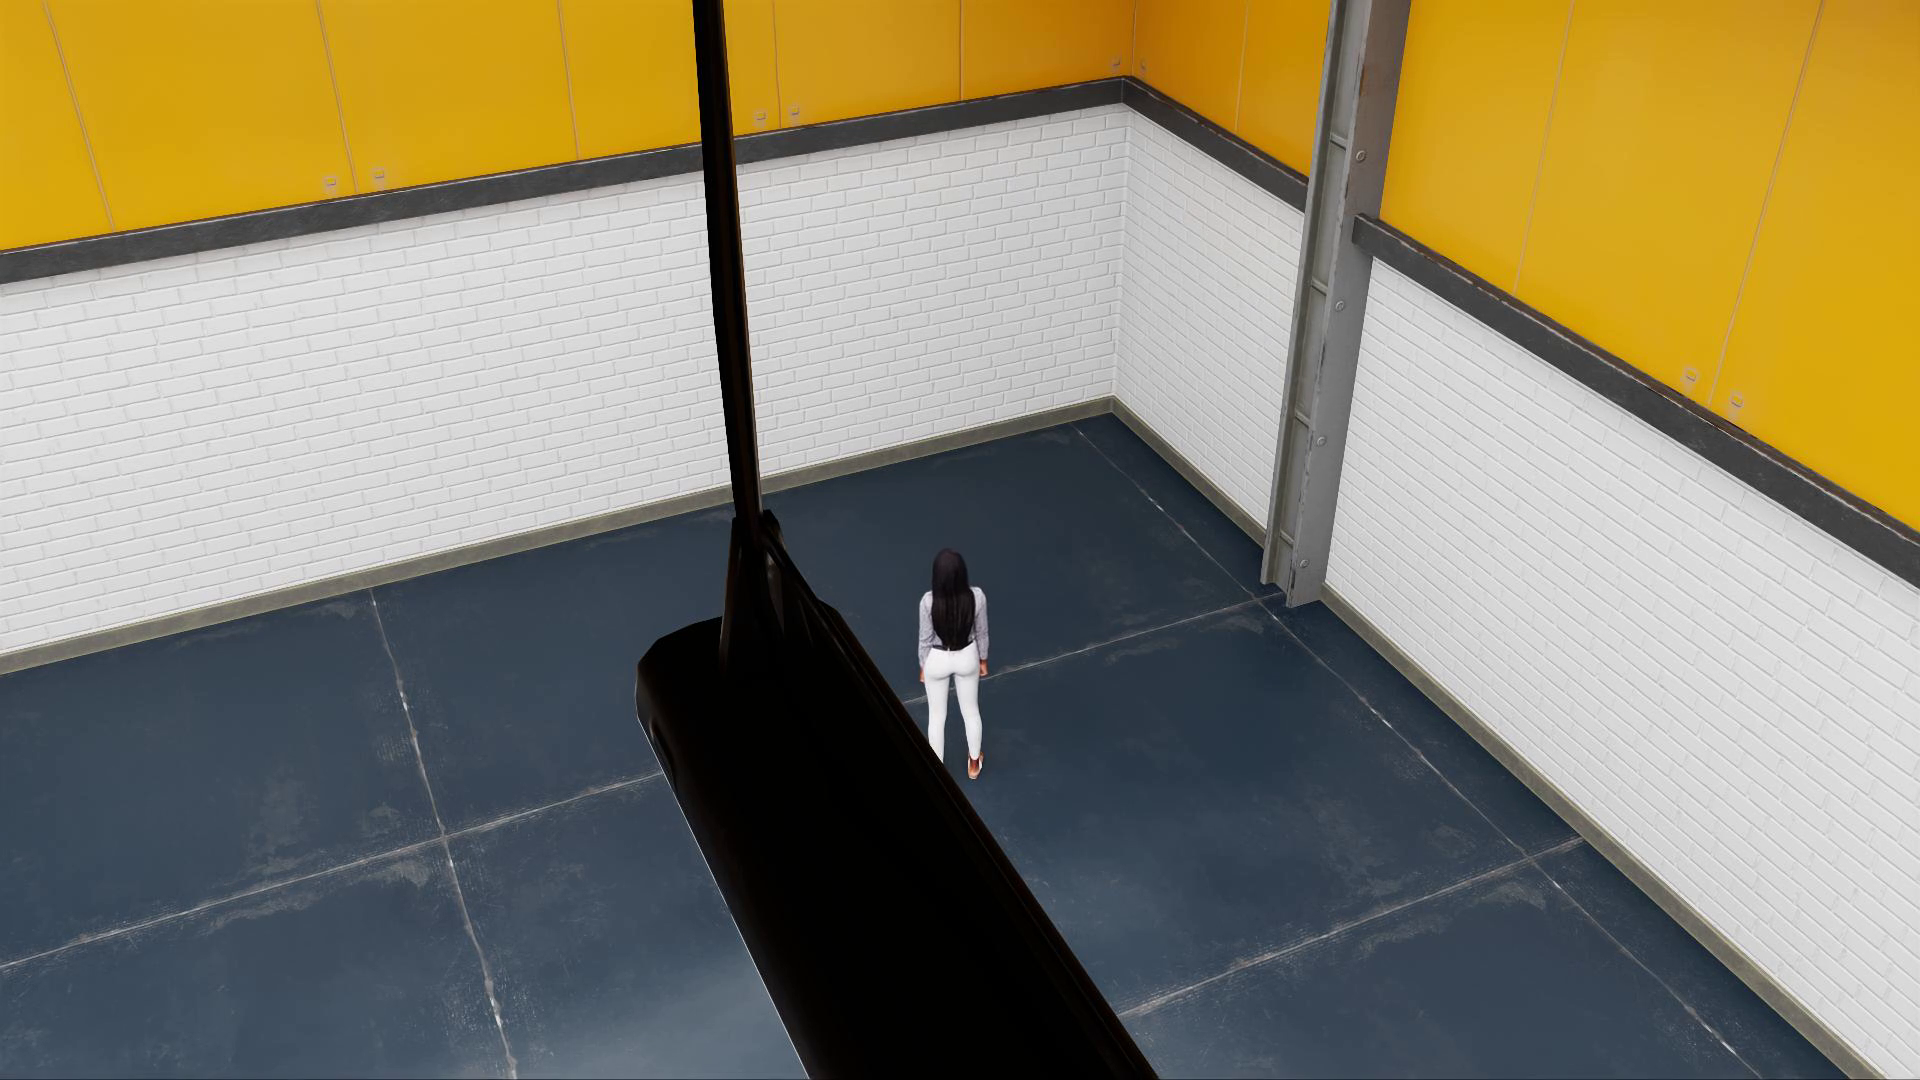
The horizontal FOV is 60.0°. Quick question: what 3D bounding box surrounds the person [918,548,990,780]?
[{"bbox_3d":[-0.052,0.782,10.399,0.648,1.724,0.590,-6,34,-8],"label":"person"}]
